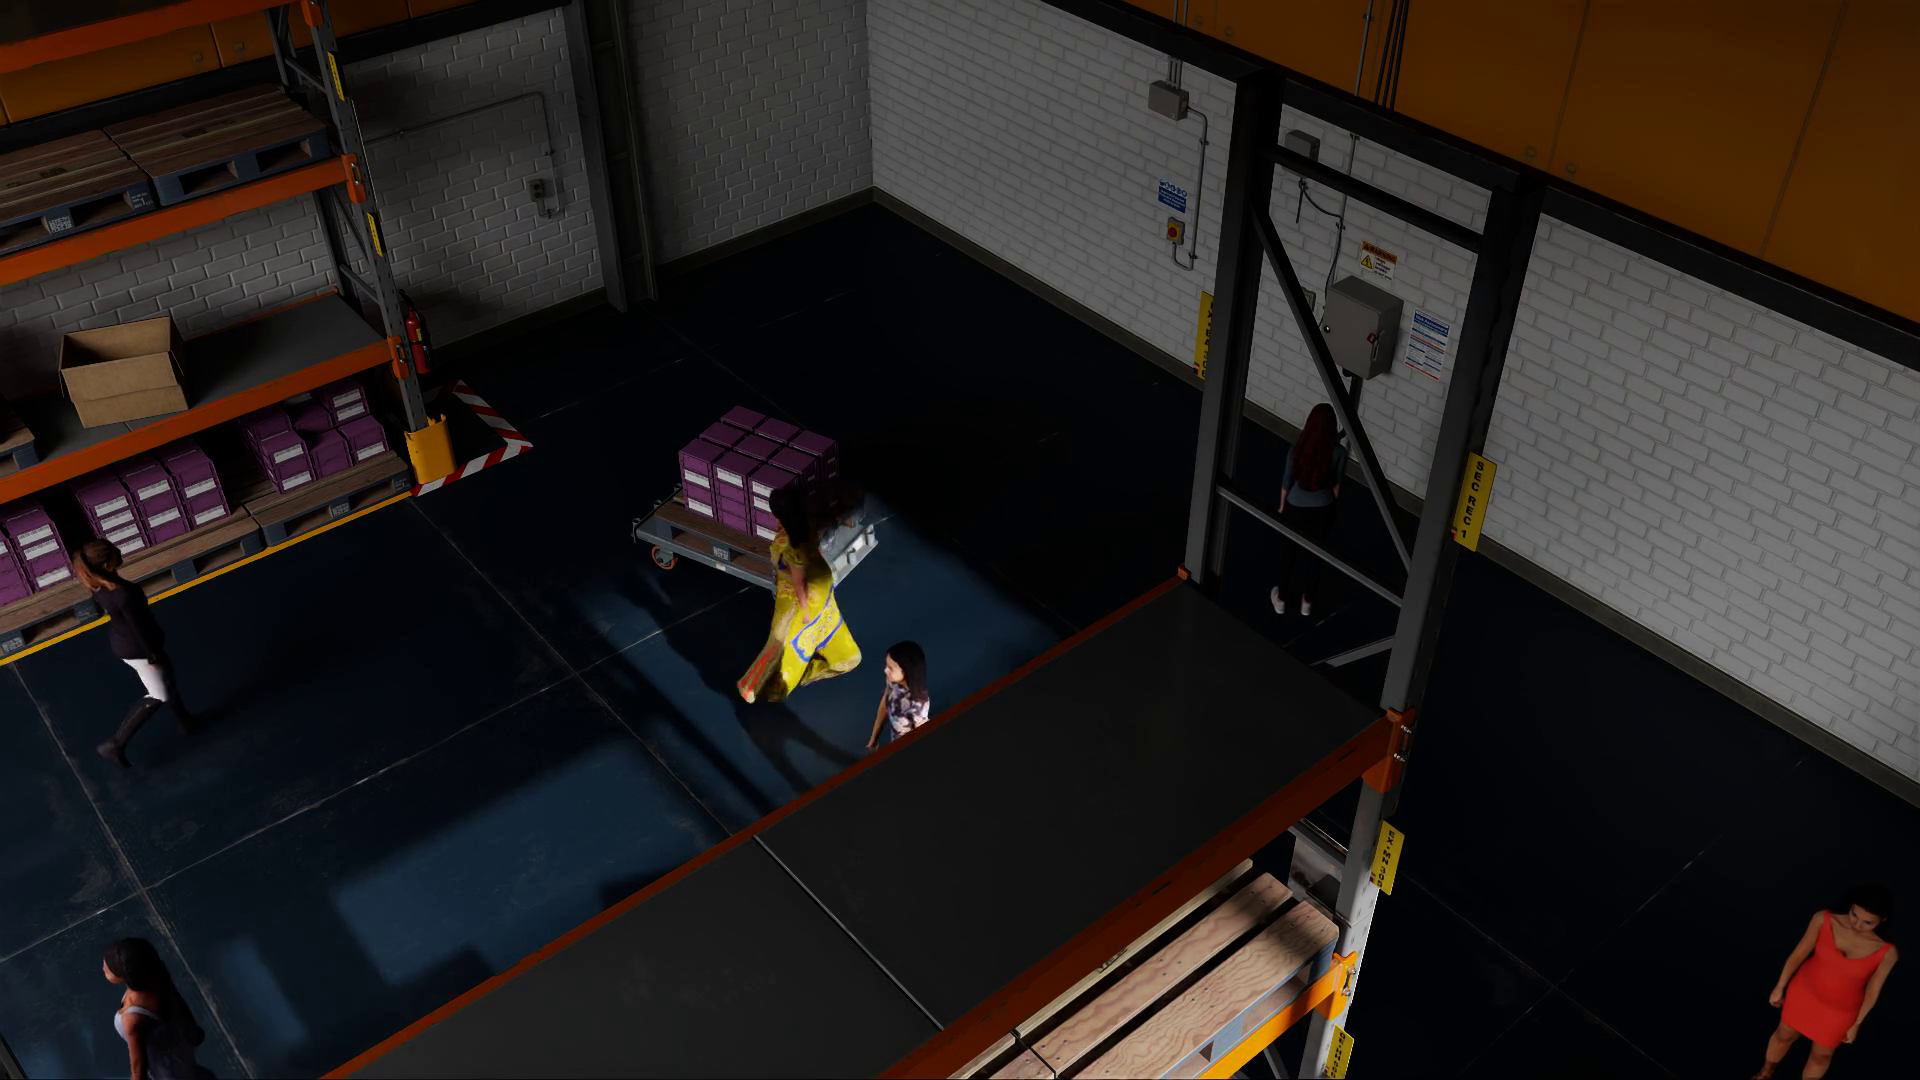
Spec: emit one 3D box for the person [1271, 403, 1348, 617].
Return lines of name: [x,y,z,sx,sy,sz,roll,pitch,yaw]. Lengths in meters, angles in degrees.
person: [2.446,-0.196,11.677,0.655,1.741,0.707,5,39,6]

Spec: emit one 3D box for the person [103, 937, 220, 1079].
person: [-3.831,2.575,8.282,1.180,1.648,0.984,-5,39,-6]

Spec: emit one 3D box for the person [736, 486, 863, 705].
person: [-0.960,0.339,11.106,1.316,1.619,1.232,-3,39,-3]

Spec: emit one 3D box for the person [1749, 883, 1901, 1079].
person: [4.430,2.340,8.519,0.619,1.720,0.587,28,46,31]

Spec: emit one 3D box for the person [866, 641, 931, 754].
person: [-0.222,1.272,9.882,1.174,1.688,0.884,-13,40,-16]

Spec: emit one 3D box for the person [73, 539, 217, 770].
person: [-5.273,0.740,10.531,0.653,1.710,1.030,29,47,31]
